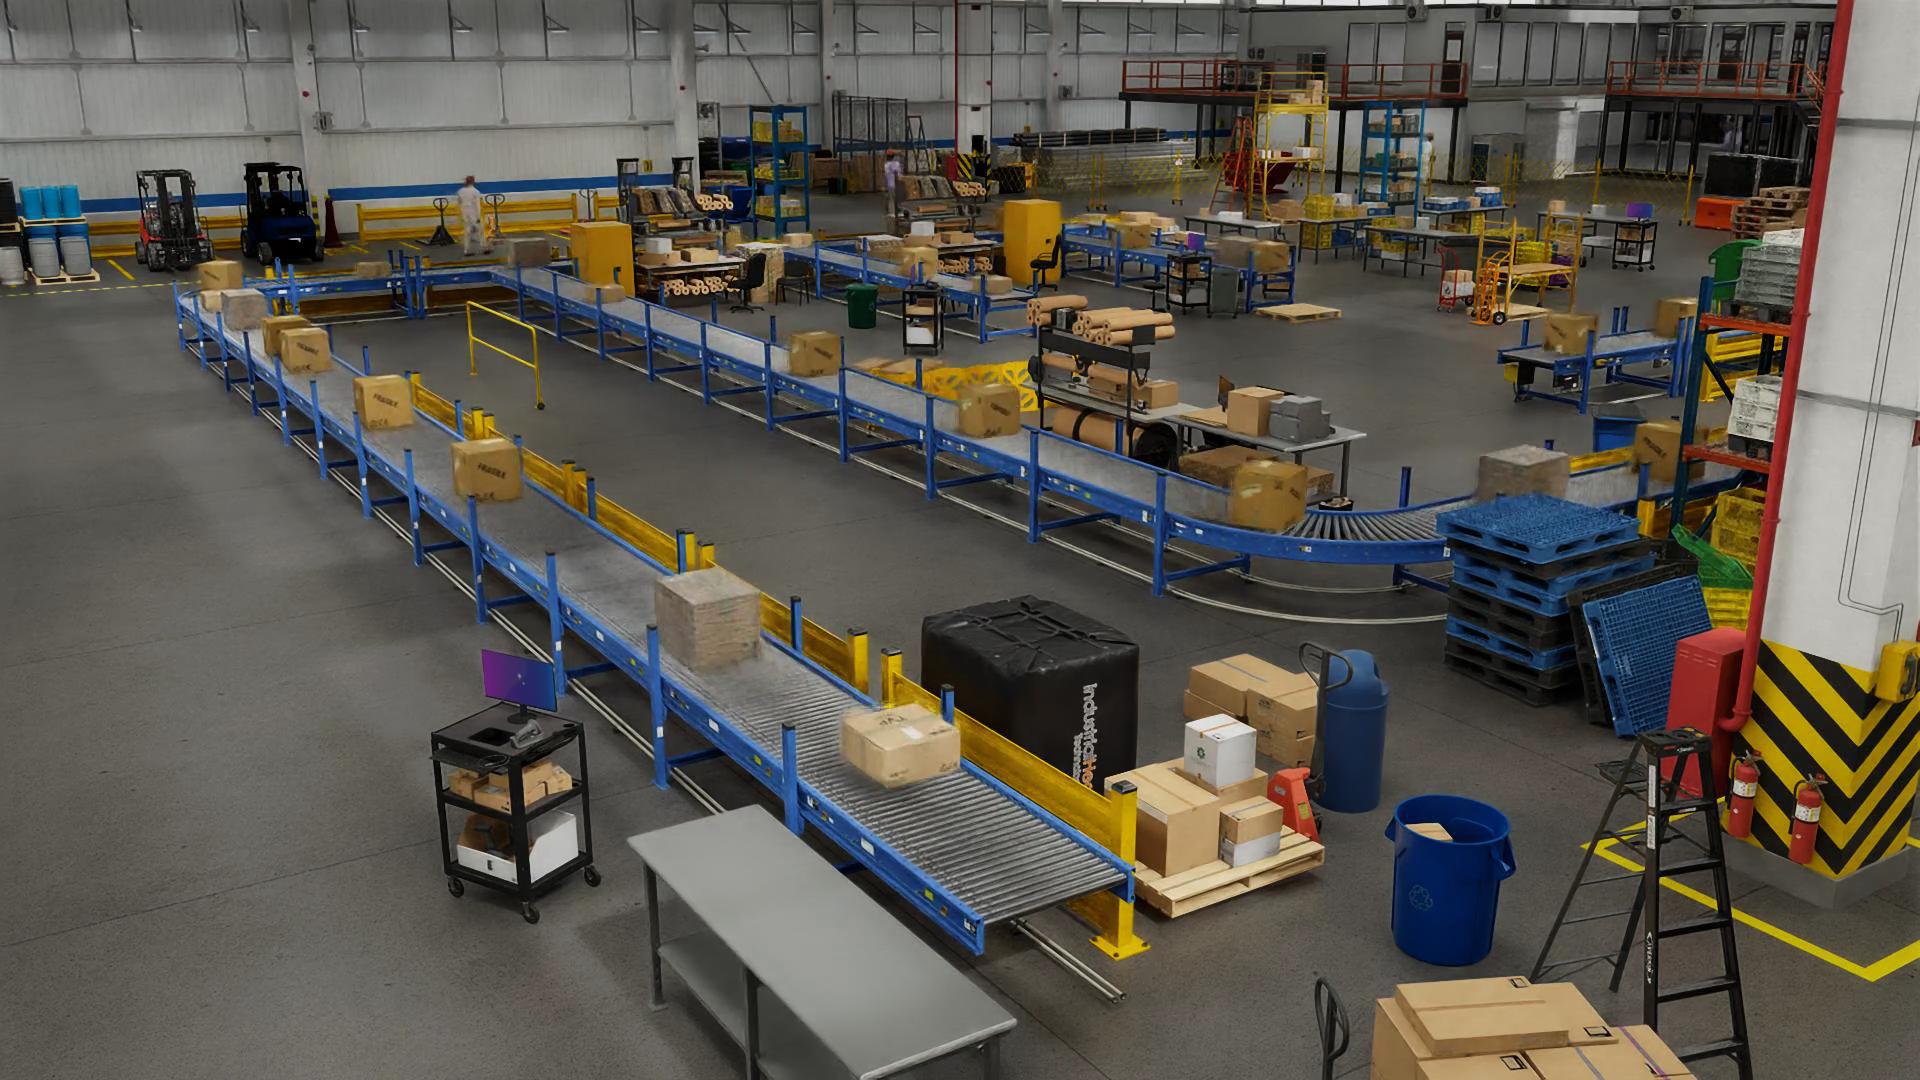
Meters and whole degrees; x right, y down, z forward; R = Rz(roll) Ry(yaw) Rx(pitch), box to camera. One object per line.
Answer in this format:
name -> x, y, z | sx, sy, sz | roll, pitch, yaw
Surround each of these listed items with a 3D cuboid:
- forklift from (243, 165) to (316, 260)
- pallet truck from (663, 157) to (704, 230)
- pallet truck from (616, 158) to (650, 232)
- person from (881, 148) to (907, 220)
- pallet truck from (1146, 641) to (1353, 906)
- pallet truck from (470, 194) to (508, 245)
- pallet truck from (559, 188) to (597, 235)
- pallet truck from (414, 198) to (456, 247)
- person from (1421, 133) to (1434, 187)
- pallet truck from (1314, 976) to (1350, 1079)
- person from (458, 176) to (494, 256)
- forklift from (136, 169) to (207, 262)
forklift -> -15.898, -7.669, 38.708 | 1.157, 1.987, 2.680 | -11, 20, -33
pallet truck -> -7.586, -9.308, 44.692 | 0.823, 1.965, 1.885 | -11, 20, -33
pallet truck -> -8.918, -9.176, 44.255 | 0.823, 1.965, 1.885 | -9, 19, -27
person -> -1.898, -10.107, 47.301 | 0.814, 2.023, 0.622 | 14, 22, 39
pallet truck -> 1.664, 1.407, 10.232 | 1.630, 1.274, 0.653 | -10, 20, -31
pallet truck -> -11.983, -8.177, 42.137 | 0.704, 1.261, 1.522 | -11, 20, -33
pallet truck -> -10.010, -8.652, 43.699 | 0.653, 1.274, 1.630 | -10, 20, -31
pallet truck -> -13.250, -8.060, 41.856 | 0.680, 1.201, 1.601 | -10, 20, -31
person -> 16.393, -13.289, 58.163 | 0.430, 1.868, 0.581 | 8, 18, 24
pallet truck -> 2.299, 2.390, 7.086 | 1.601, 1.201, 0.680 | -2, 17, -7
person -> -11.580, -7.738, 39.675 | 0.657, 1.869, 0.897 | 6, 18, 20
forklift -> -17.842, -7.318, 37.559 | 1.157, 1.987, 2.680 | -10, 20, -31
